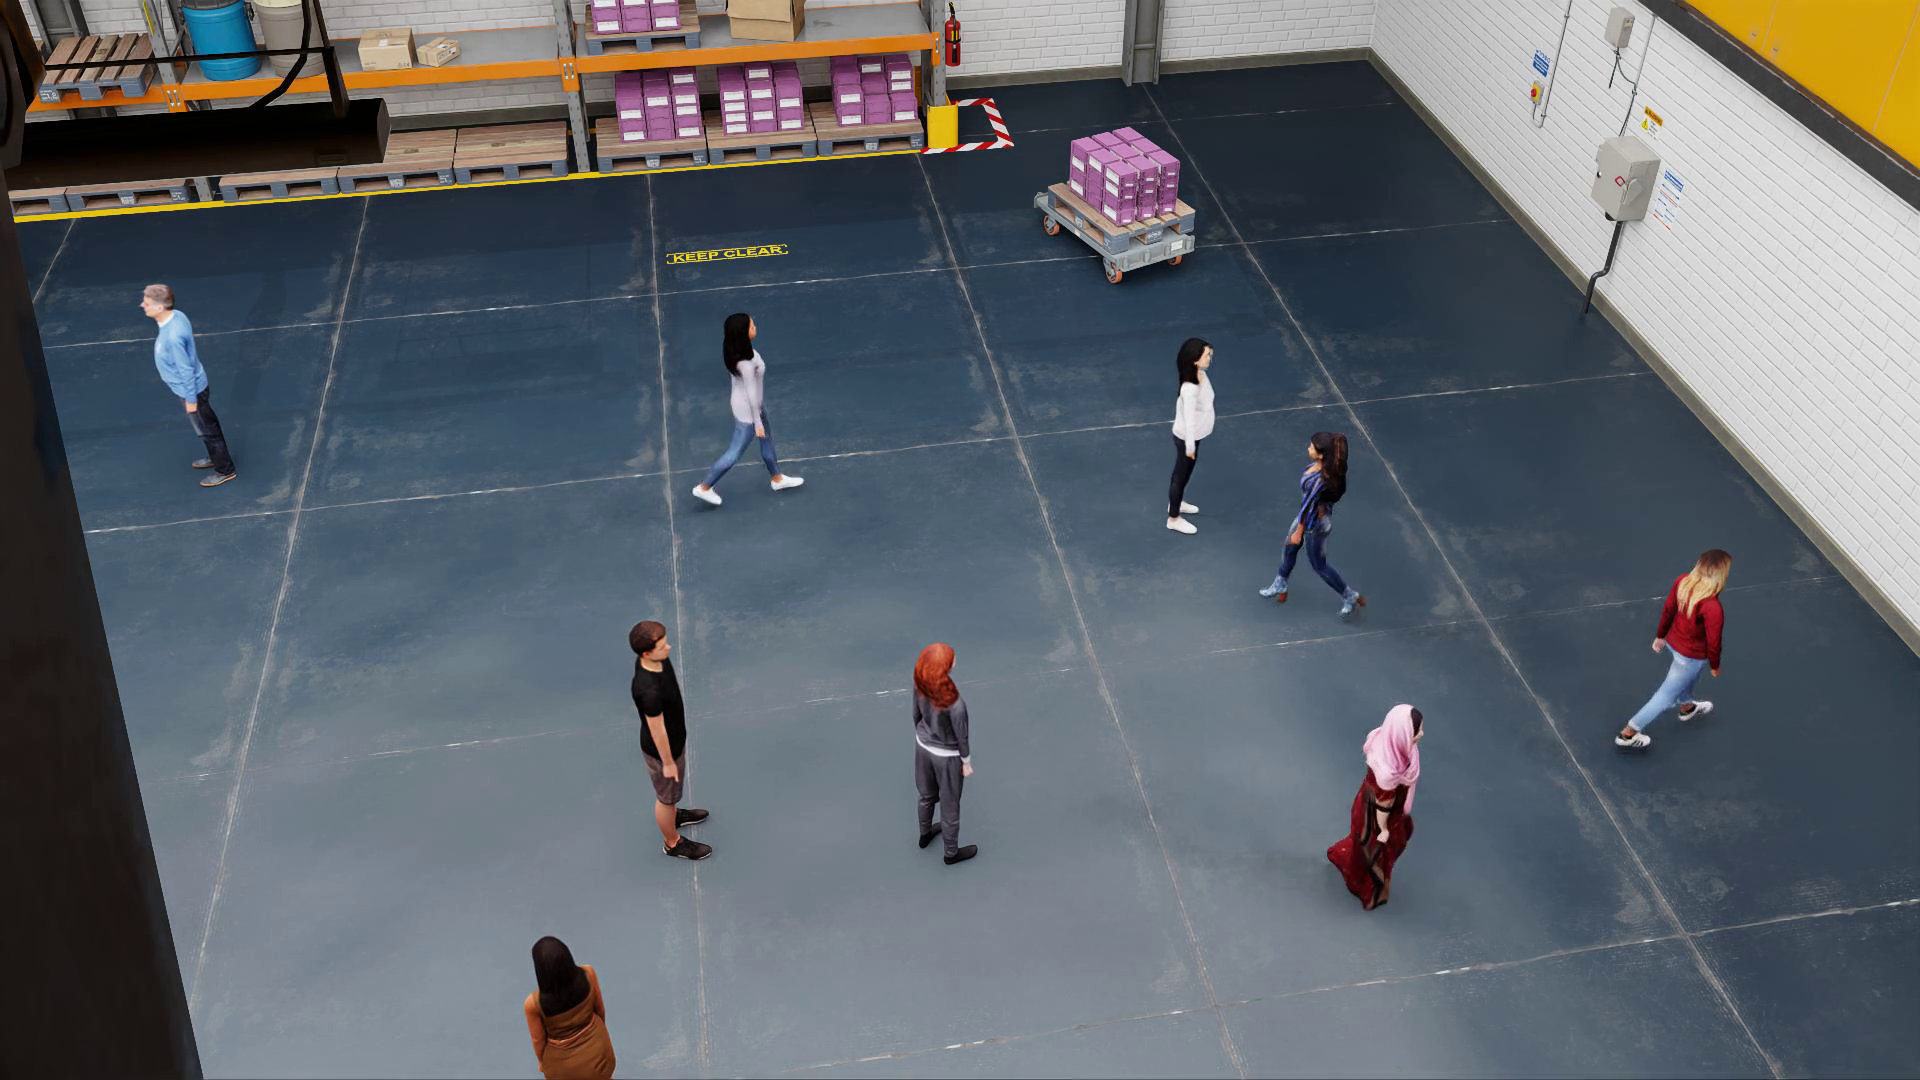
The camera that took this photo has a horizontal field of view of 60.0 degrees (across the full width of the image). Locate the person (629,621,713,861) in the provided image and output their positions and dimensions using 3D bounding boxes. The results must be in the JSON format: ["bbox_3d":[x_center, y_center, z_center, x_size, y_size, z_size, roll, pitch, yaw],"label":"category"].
[{"bbox_3d":[-1.843,1.212,10.302,0.569,1.862,0.674,-5,39,-6],"label":"person"}]

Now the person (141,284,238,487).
[{"bbox_3d":[-6.236,-1.280,13.456,0.671,1.820,0.716,-17,42,-20],"label":"person"}]

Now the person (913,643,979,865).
[{"bbox_3d":[-0.120,1.310,10.246,0.650,1.780,0.679,31,48,33],"label":"person"}]

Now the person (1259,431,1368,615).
[{"bbox_3d":[2.659,-0.083,12.142,1.106,1.590,0.876,9,40,11],"label":"person"}]

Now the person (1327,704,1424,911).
[{"bbox_3d":[2.463,1.585,10.025,0.866,1.625,0.810,17,42,20],"label":"person"}]

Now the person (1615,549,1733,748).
[{"bbox_3d":[4.782,0.765,11.074,1.030,1.597,0.606,-7,39,-9],"label":"person"}]

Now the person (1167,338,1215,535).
[{"bbox_3d":[1.784,-0.839,13.001,0.675,1.700,0.692,7,39,8],"label":"person"}]

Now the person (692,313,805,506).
[{"bbox_3d":[-1.787,-0.994,13.195,1.178,1.700,0.722,-11,40,-13],"label":"person"}]

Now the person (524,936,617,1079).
[{"bbox_3d":[-1.997,2.649,8.643,0.601,1.687,0.698,-28,47,-31],"label":"person"}]
